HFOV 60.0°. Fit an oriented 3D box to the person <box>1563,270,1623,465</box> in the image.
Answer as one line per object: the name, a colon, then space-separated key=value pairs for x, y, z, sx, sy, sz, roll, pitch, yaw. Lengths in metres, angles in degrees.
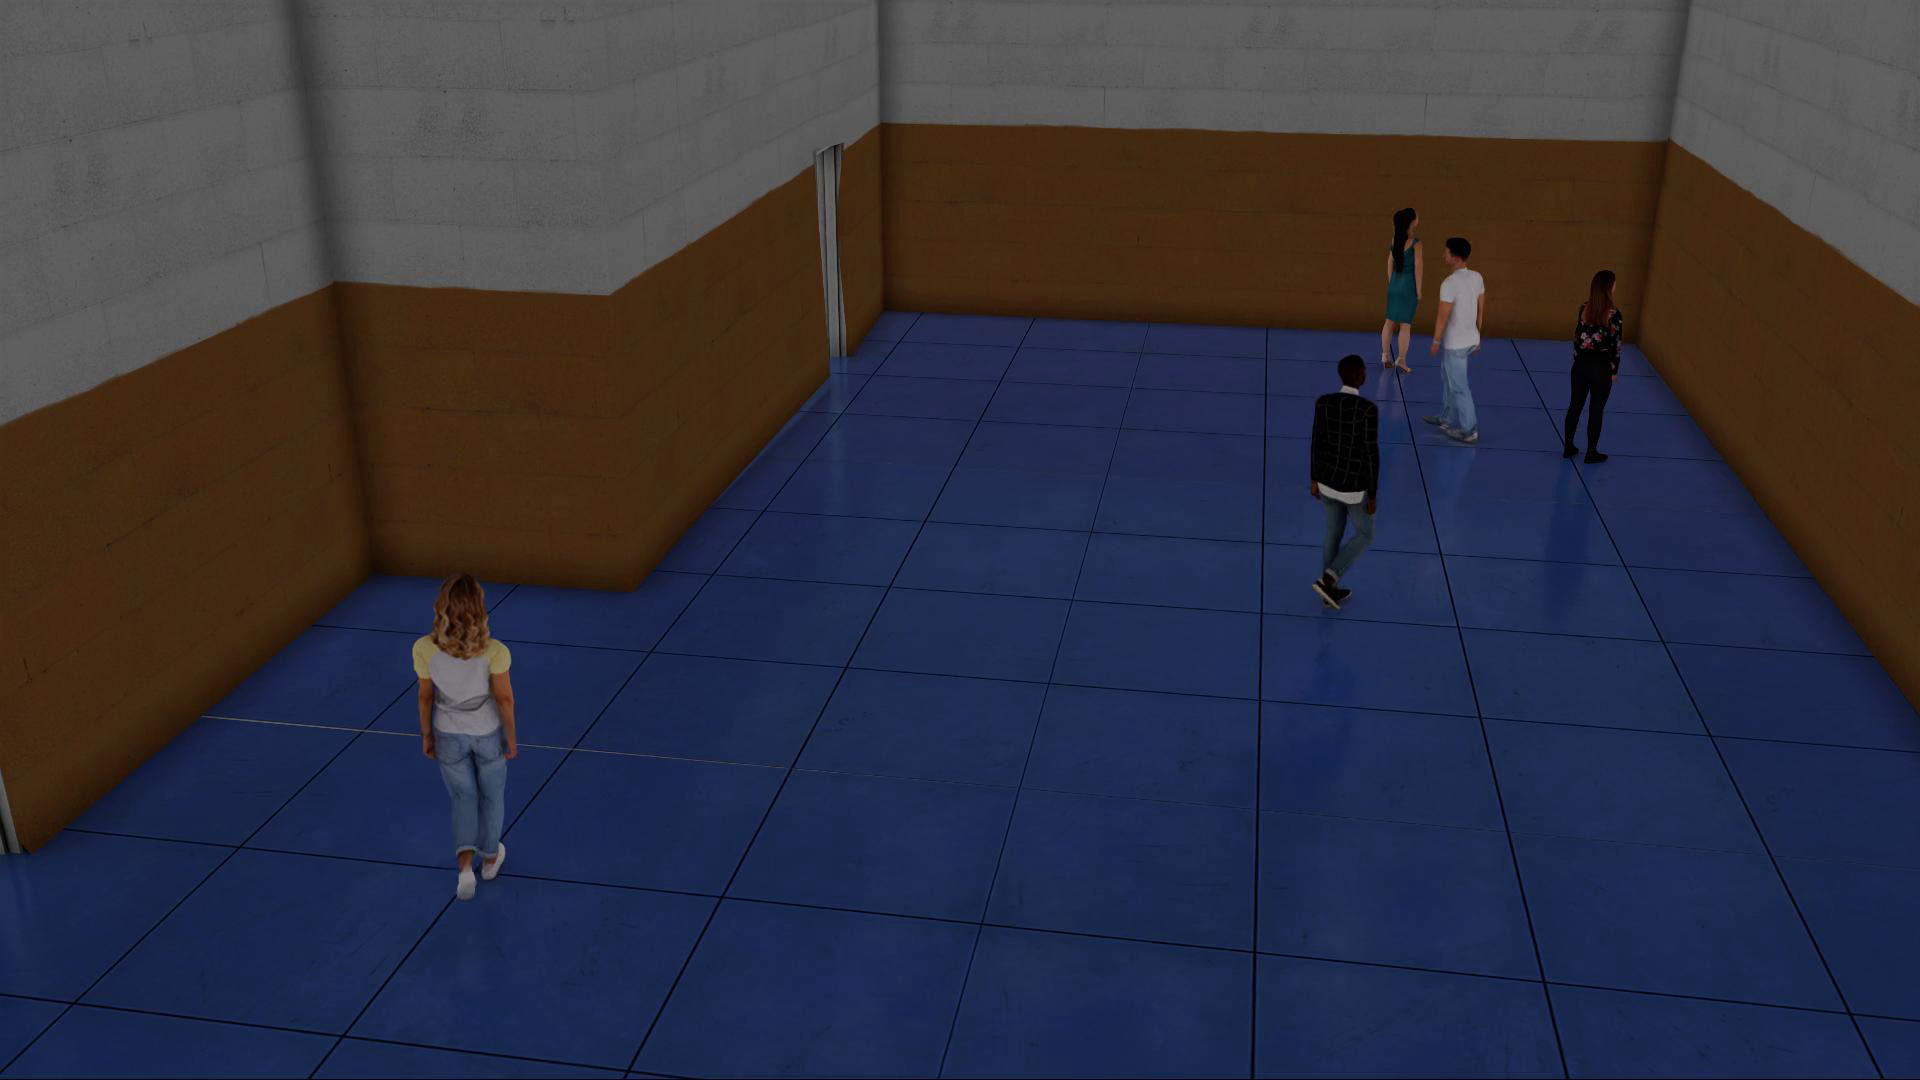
person: x=5.482 y=-1.505 z=14.392 sx=0.704 sy=1.683 sz=0.635 roll=-16 pitch=27 yaw=-35

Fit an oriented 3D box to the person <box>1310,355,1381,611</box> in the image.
person: x=2.576 y=-0.352 z=11.353 sx=0.915 sy=1.810 sz=0.964 roll=20 pitch=29 yaw=40

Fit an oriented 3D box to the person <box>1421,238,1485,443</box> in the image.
person: x=4.522 y=-1.767 z=14.855 sx=0.951 sy=1.825 sz=1.030 roll=-14 pitch=26 yaw=-31

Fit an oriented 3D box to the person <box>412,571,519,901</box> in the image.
person: x=-2.401 y=1.000 z=8.107 sx=0.932 sy=1.707 sz=0.839 roll=-2 pitch=22 yaw=-5

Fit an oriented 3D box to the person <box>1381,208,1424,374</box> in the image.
person: x=4.522 y=-2.553 z=16.996 sx=0.686 sy=1.687 sz=0.616 roll=-16 pitch=27 yaw=-35
